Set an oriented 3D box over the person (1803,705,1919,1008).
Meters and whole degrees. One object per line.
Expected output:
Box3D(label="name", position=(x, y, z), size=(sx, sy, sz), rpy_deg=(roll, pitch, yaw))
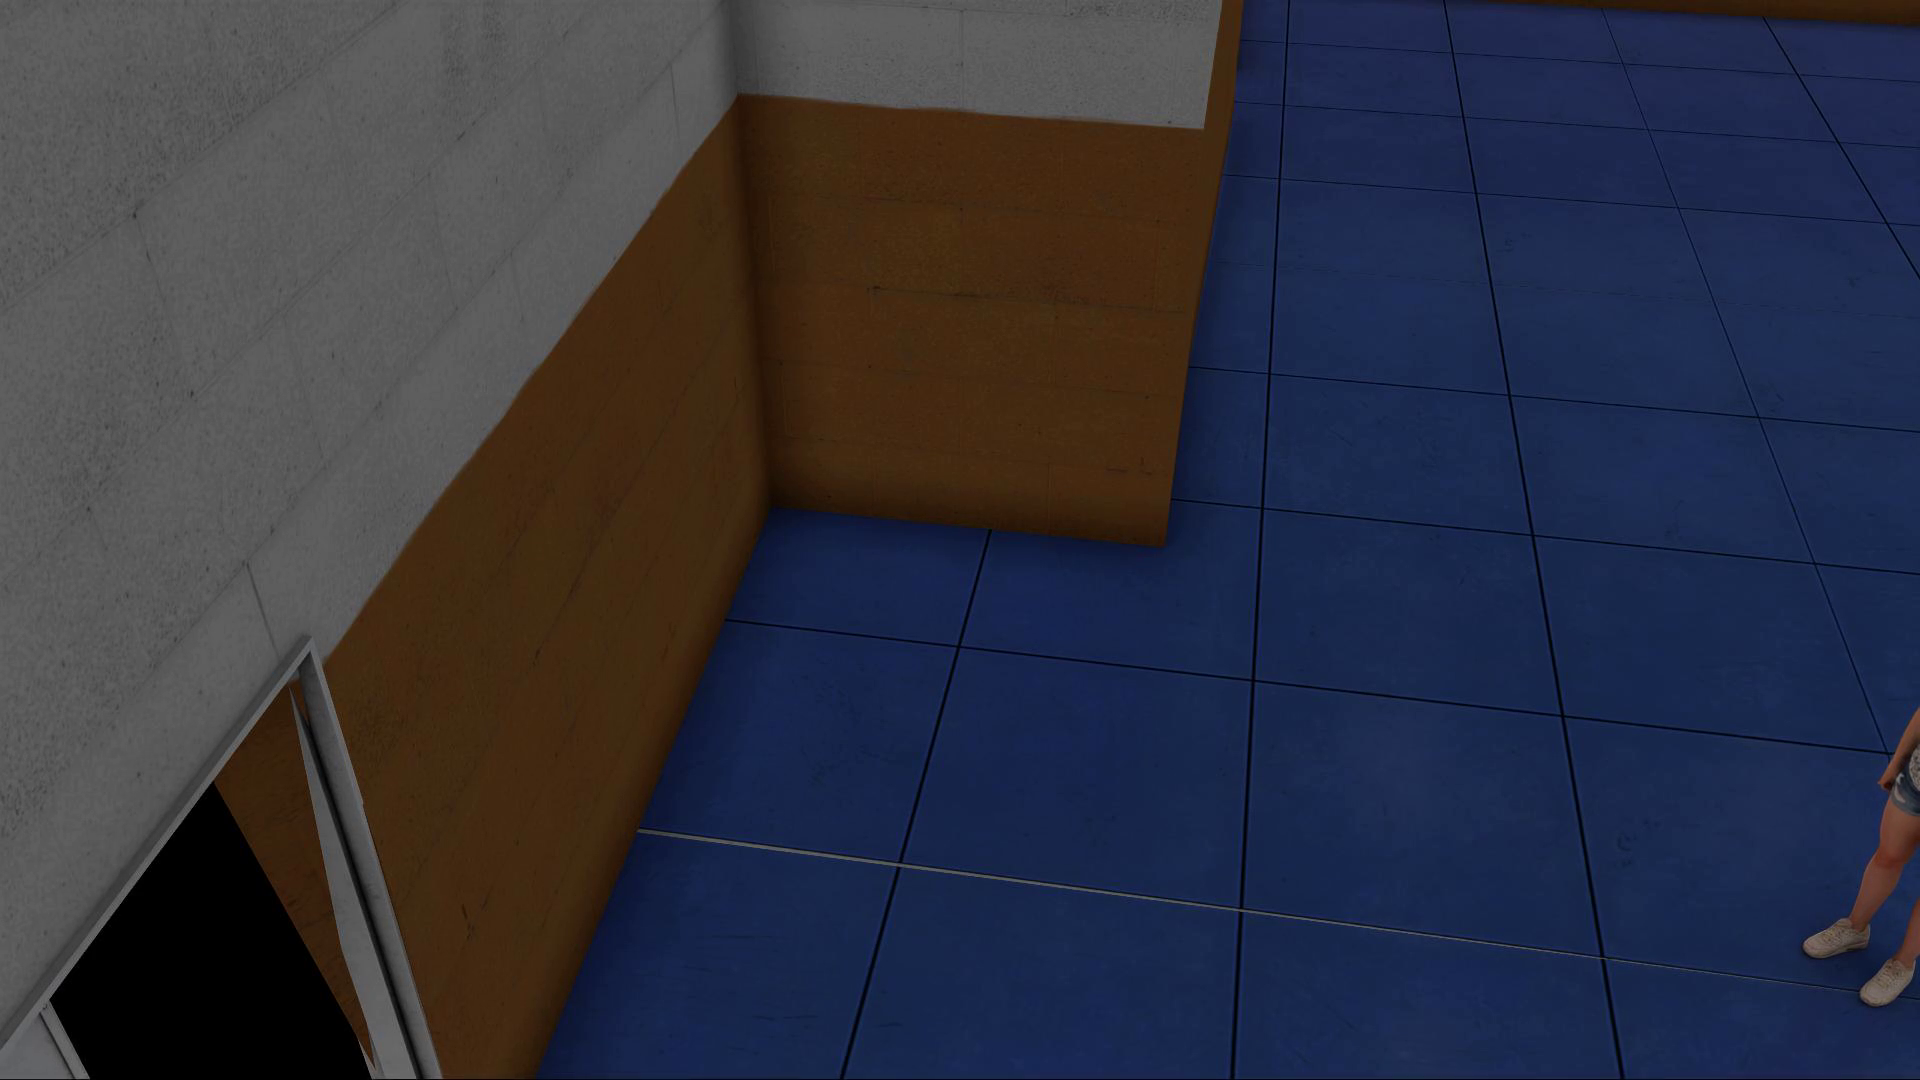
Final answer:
Box3D(label="person", position=(3.349, 0.875, 5.619), size=(0.695, 1.759, 0.661), rpy_deg=(-17, 40, -21))
